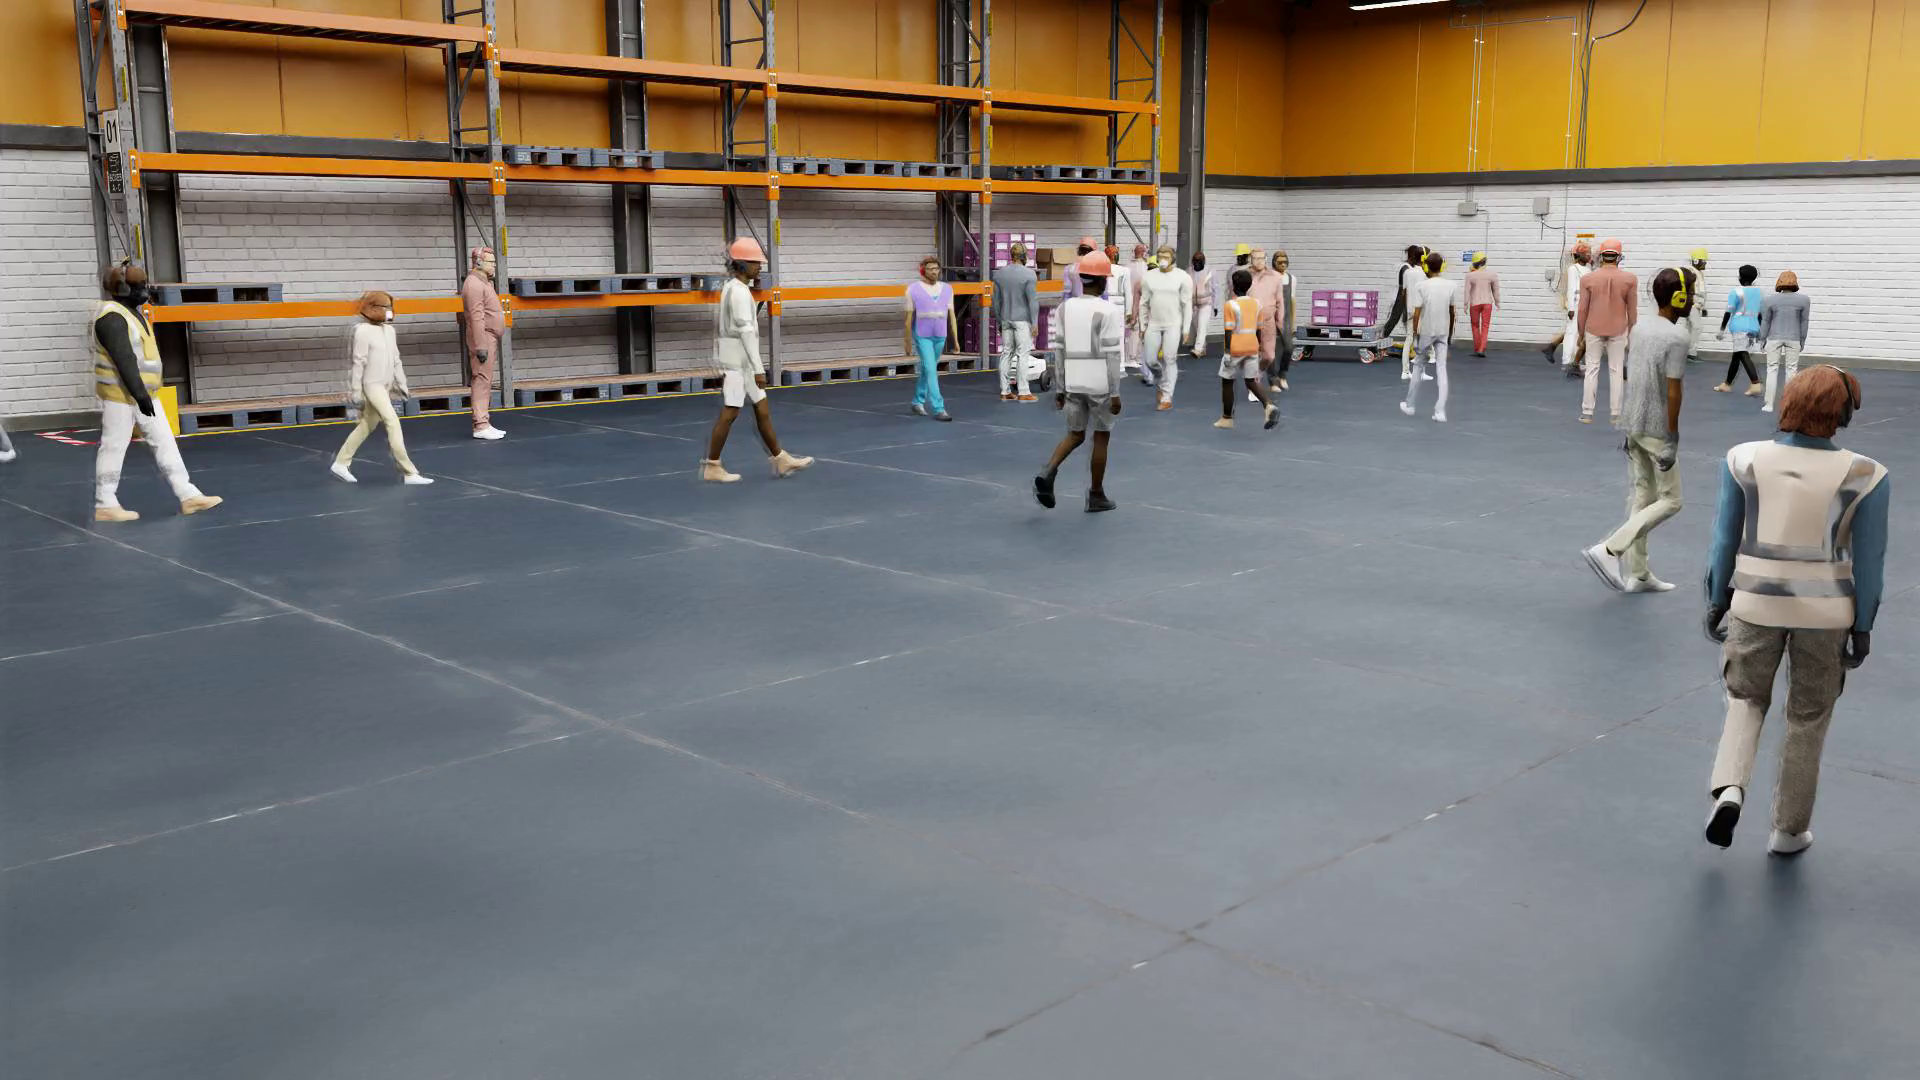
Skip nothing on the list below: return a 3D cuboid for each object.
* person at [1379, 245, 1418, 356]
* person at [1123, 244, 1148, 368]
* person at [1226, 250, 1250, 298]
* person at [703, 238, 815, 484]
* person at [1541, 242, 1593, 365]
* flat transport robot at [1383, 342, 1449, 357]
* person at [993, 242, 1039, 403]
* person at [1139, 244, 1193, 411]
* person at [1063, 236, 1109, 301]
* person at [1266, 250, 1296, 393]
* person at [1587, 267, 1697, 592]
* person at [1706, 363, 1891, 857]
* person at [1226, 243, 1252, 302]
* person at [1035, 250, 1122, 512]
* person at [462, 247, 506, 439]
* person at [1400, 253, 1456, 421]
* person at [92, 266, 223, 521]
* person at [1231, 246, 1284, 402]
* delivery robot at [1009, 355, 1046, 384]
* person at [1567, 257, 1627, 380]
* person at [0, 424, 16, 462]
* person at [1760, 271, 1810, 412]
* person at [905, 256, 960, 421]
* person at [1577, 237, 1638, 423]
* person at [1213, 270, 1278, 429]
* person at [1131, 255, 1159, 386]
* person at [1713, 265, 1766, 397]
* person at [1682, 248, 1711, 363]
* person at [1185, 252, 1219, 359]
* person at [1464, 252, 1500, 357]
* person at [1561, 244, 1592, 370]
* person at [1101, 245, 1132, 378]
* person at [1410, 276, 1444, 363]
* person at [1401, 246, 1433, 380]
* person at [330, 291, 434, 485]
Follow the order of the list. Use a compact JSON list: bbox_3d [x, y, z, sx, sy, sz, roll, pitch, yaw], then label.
[{"bbox_3d":[7.438,-3.994,27.845,1.026,1.860,0.683,6,12,30],"label":"person"},{"bbox_3d":[2.816,-3.579,25.482,0.829,1.877,0.681,-8,13,-37],"label":"person"},{"bbox_3d":[4.679,-3.907,27.558,0.591,1.781,0.919,4,11,20],"label":"person"},{"bbox_3d":[-1.673,-1.450,13.583,1.004,1.992,0.640,-2,11,-11],"label":"person"},{"bbox_3d":[9.306,-3.570,25.350,0.671,1.916,0.558,4,11,23],"label":"person"},{"bbox_3d":[7.551,-3.183,27.730,0.652,0.197,1.431,-2,11,-8],"label":"flat transport robot"},{"bbox_3d":[0.688,-2.633,20.184,0.634,1.936,0.351,8,13,38],"label":"person"},{"bbox_3d":[2.401,-2.468,19.319,0.651,1.924,0.548,5,12,27],"label":"person"},{"bbox_3d":[1.668,-3.016,22.090,0.611,2.013,0.545,2,11,9],"label":"person"},{"bbox_3d":[4.082,-2.795,21.360,0.505,1.830,0.399,-1,10,-8],"label":"person"},{"bbox_3d":[3.818,-0.593,9.308,0.530,1.856,0.528,-2,11,-12],"label":"person"},{"bbox_3d":[2.647,0.250,5.318,0.524,1.619,0.455,8,13,38],"label":"person"},{"bbox_3d":[4.674,-3.928,27.377,0.595,1.898,0.767,10,14,43],"label":"person"},{"bbox_3d":[0.884,-1.123,12.018,0.550,1.916,0.670,9,14,41],"label":"person"},{"bbox_3d":[-4.734,-1.961,16.610,0.401,1.904,0.651,-2,11,-10],"label":"person"},{"bbox_3d":[5.215,-2.248,18.403,0.541,1.825,0.941,0,10,-2],"label":"person"},{"bbox_3d":[-5.768,-1.026,11.801,0.913,1.801,0.641,-1,10,-7],"label":"person"},{"bbox_3d":[3.641,-2.657,20.442,0.656,1.889,0.683,-1,10,-5],"label":"person"},{"bbox_3d":[0.819,-2.207,21.376,0.477,0.478,0.707,5,12,27],"label":"delivery robot"},{"bbox_3d":[9.035,-3.176,23.295,0.986,1.886,0.563,2,11,11],"label":"person"},{"bbox_3d":[-8.878,-1.444,14.670,0.903,1.574,0.508,-6,12,-29],"label":"person"},{"bbox_3d":[9.444,-2.270,19.079,0.497,1.624,0.309,4,11,23],"label":"person"},{"bbox_3d":[-0.324,-2.230,18.386,0.579,1.796,0.997,-6,12,-30],"label":"person"},{"bbox_3d":[6.967,-2.250,17.938,0.609,1.995,0.375,3,11,16],"label":"person"},{"bbox_3d":[2.960,-1.951,17.195,0.538,1.677,0.722,-7,12,-33],"label":"person"},{"bbox_3d":[2.614,-2.953,22.429,0.552,1.741,0.630,4,11,20],"label":"person"},{"bbox_3d":[9.927,-2.648,21.056,0.540,1.655,0.864,-4,11,-22],"label":"person"},{"bbox_3d":[11.651,-3.686,26.252,0.608,1.810,0.615,9,14,42],"label":"person"},{"bbox_3d":[3.957,-3.879,27.515,0.640,1.743,1.096,6,12,29],"label":"person"},{"bbox_3d":[8.671,-3.900,27.625,0.622,1.741,0.530,1,10,6],"label":"person"},{"bbox_3d":[9.302,-3.493,25.021,0.342,1.882,0.579,10,14,44],"label":"person"},{"bbox_3d":[2.157,-3.249,23.689,0.574,1.884,0.361,3,11,16],"label":"person"},{"bbox_3d":[7.427,-3.623,26.394,0.511,1.641,0.307,10,14,42],"label":"person"},{"bbox_3d":[6.413,-3.166,23.330,0.368,1.867,0.559,-8,13,-36],"label":"person"},{"bbox_3d":[-4.780,-1.238,13.555,0.901,1.583,0.507,1,10,8],"label":"person"}]
